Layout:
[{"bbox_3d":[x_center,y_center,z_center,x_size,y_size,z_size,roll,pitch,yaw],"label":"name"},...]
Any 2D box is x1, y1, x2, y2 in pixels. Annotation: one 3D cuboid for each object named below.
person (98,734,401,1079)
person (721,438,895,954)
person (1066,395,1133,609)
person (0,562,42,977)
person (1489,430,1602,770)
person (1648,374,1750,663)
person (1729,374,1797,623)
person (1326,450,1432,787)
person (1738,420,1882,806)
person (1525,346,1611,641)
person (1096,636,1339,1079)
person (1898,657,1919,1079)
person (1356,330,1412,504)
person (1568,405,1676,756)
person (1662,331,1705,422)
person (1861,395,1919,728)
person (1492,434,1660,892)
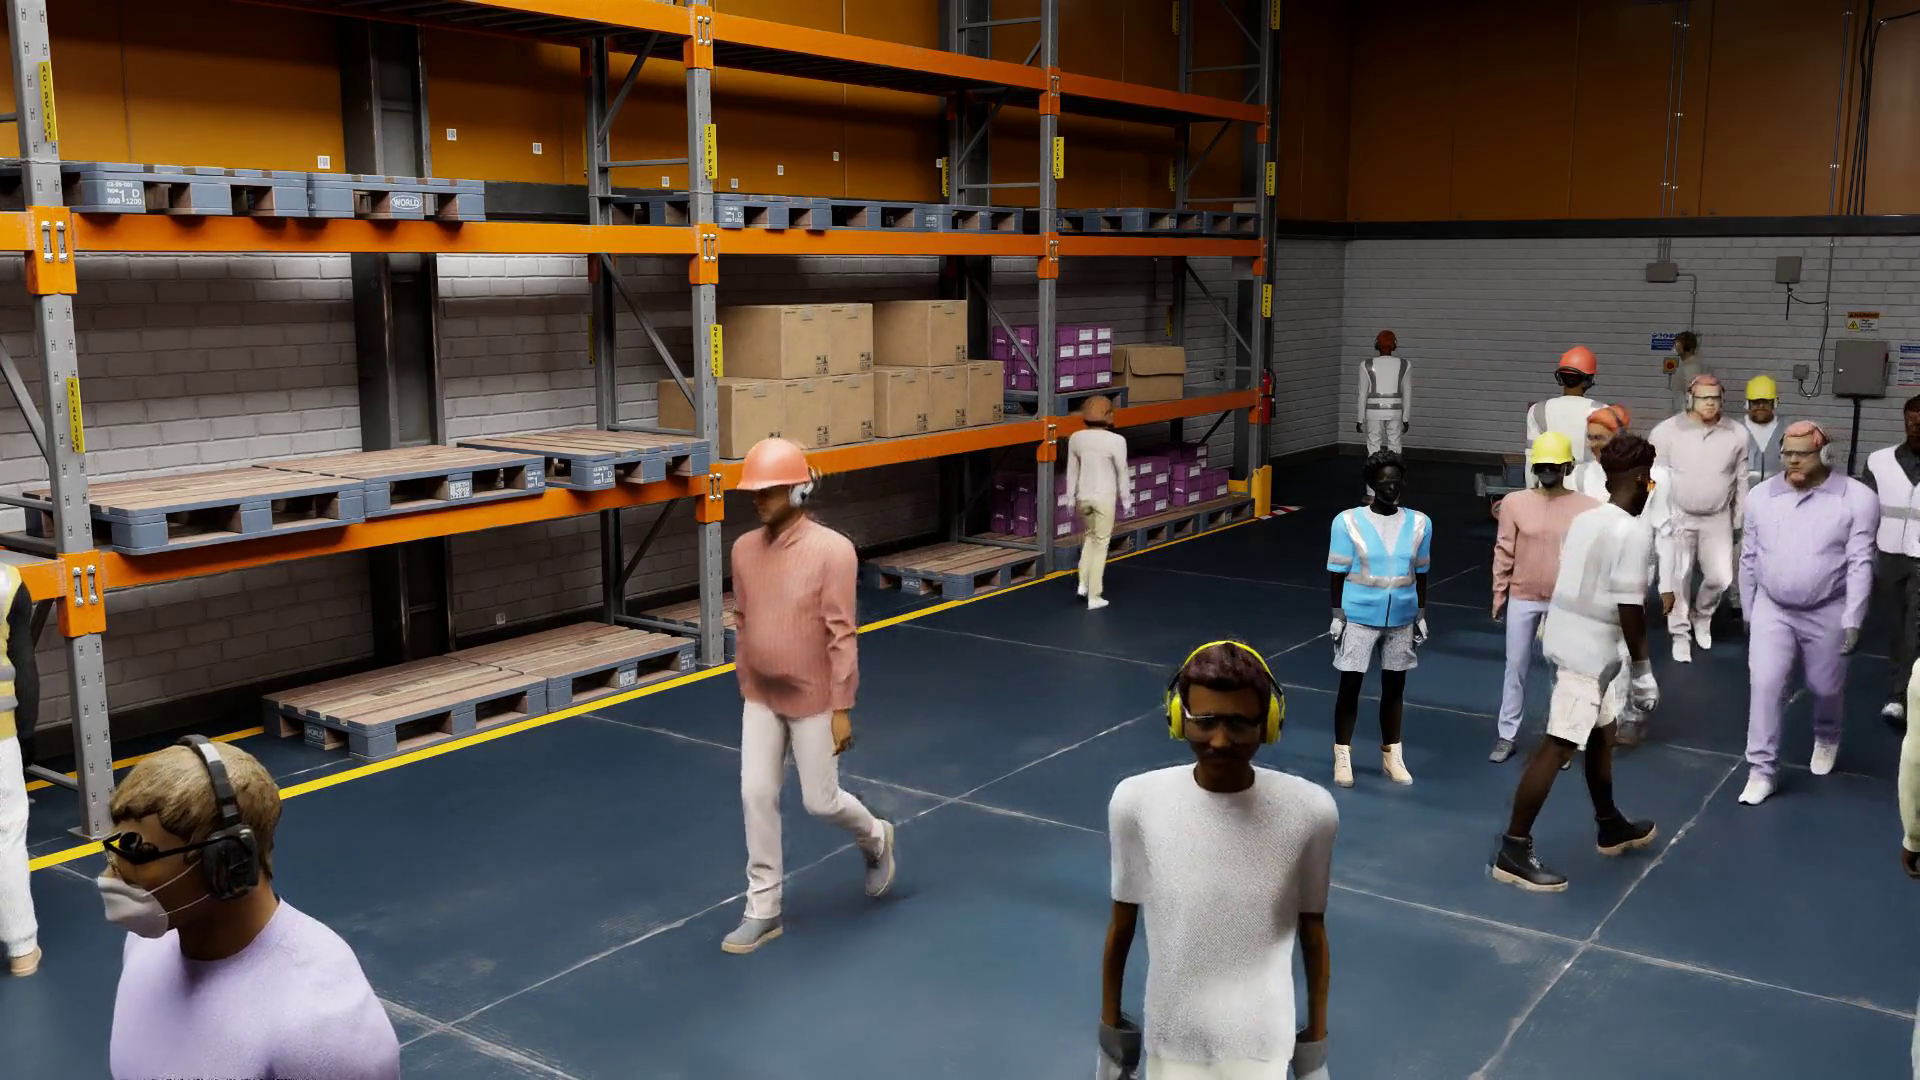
[{"bbox_3d":[-1.082,1.236,2.582,0.630,1.938,0.366,8,12,39],"label":"person"},{"bbox_3d":[-0.599,0.572,6.449,0.621,1.969,0.771,6,11,32],"label":"person"},{"bbox_3d":[1.066,-0.287,12.621,0.503,1.621,0.423,8,12,38],"label":"person"},{"bbox_3d":[-3.668,0.713,6.029,0.617,1.836,0.430,-5,11,-28],"label":"person"},{"bbox_3d":[3.020,0.313,8.595,0.533,1.767,0.326,4,10,24],"label":"person"},{"bbox_3d":[4.832,-0.143,10.928,0.654,1.891,0.457,2,10,12],"label":"person"},{"bbox_3d":[5.786,-0.301,12.099,0.609,1.813,0.443,3,10,20],"label":"person"},{"bbox_3d":[2.093,0.391,8.324,0.535,1.700,0.318,-1,10,-6],"label":"person"},{"bbox_3d":[4.169,0.329,8.208,0.626,1.867,0.925,8,12,38],"label":"person"},{"bbox_3d":[4.190,-0.303,11.432,0.605,2.045,0.379,7,12,35],"label":"person"},{"bbox_3d":[0.569,1.098,3.688,0.516,1.853,0.682,1,10,6],"label":"person"},{"bbox_3d":[3.081,0.906,4.880,0.404,1.830,0.601,-8,12,-39],"label":"person"},{"bbox_3d":[4.573,-1.318,17.957,0.574,1.883,0.361,1,10,4],"label":"person"},{"bbox_3d":[3.441,0.220,8.878,0.855,1.851,0.607,-7,12,-37],"label":"person"},{"bbox_3d":[7.686,-1.281,17.755,1.035,1.886,0.639,5,11,28],"label":"person"},{"bbox_3d":[5.370,0.118,9.447,0.978,1.864,0.631,-9,13,-44],"label":"person"},{"bbox_3d":[2.676,0.509,7.087,0.870,1.895,0.675,0,10,0],"label":"person"}]
